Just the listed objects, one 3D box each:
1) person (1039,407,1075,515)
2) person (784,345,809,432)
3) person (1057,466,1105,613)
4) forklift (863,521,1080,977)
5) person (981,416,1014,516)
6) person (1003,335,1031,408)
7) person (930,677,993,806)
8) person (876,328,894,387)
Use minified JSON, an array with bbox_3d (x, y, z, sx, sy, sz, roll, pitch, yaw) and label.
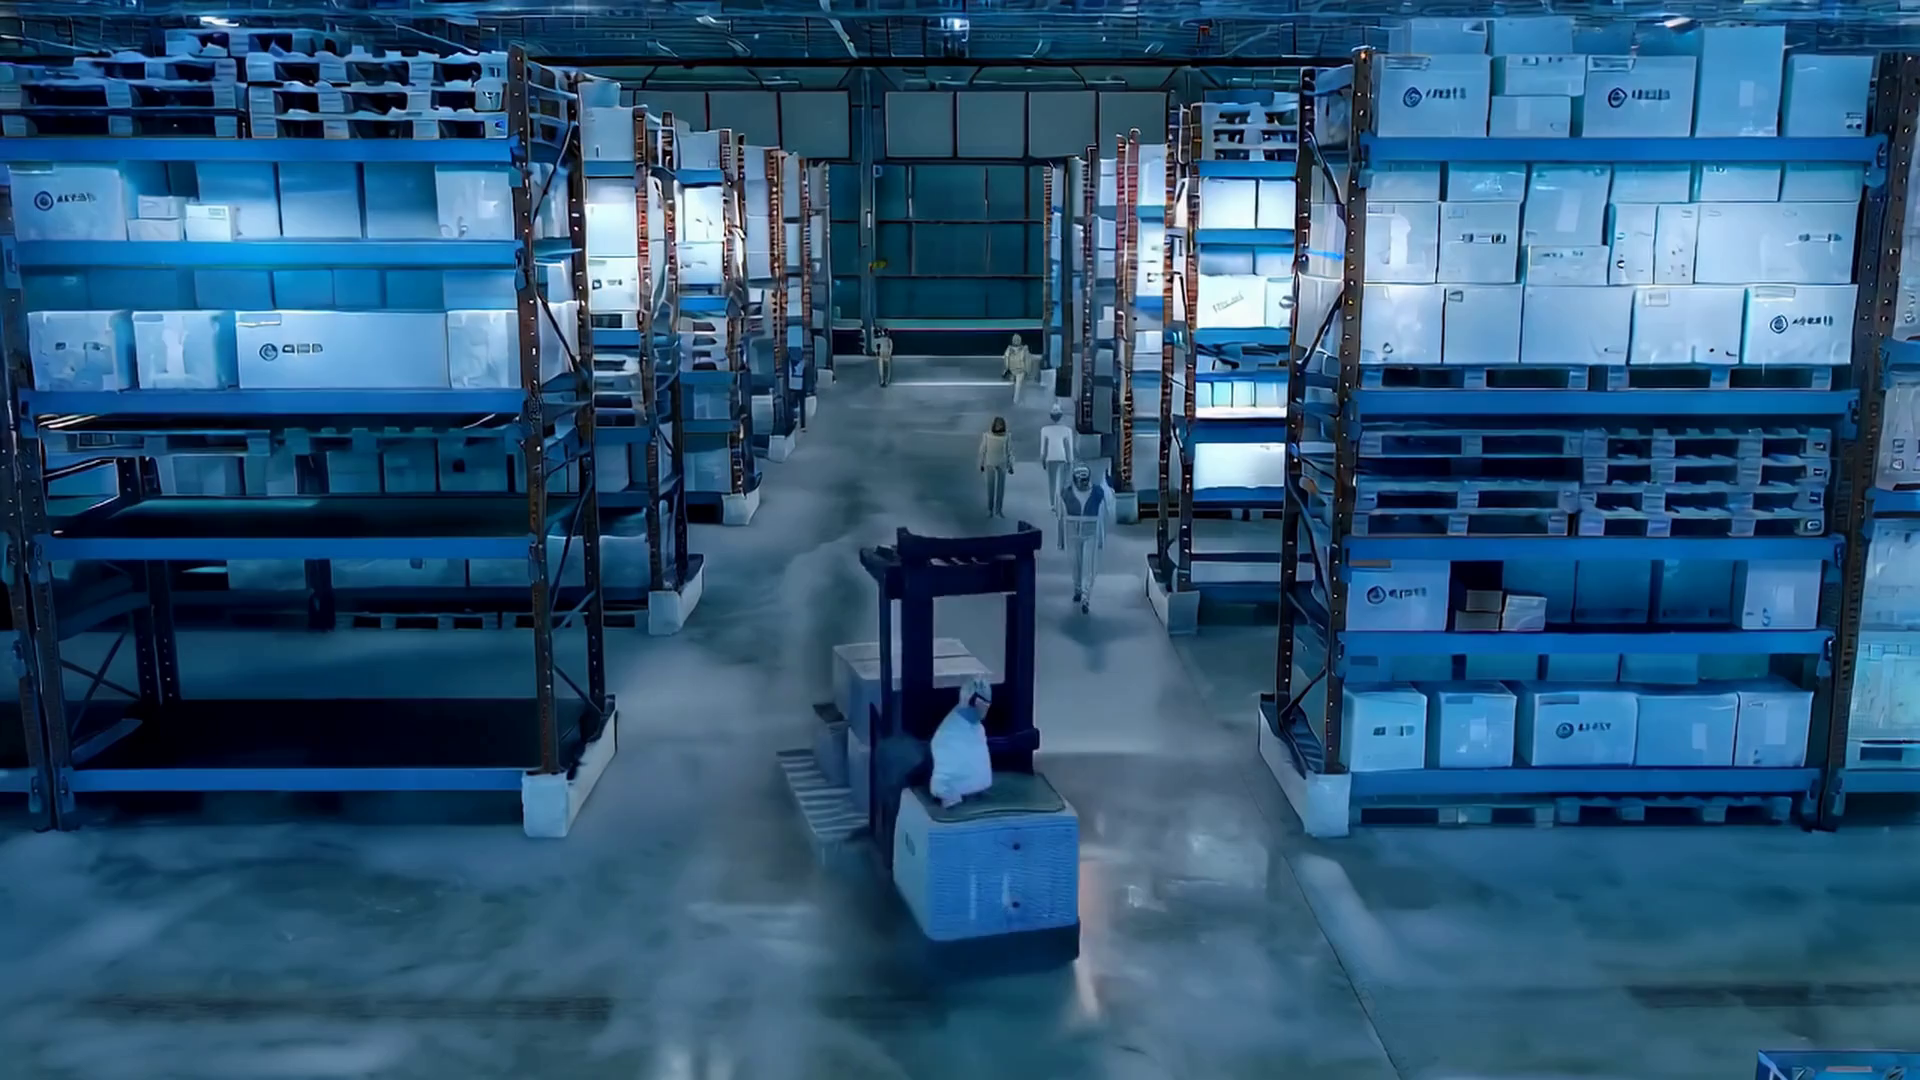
[{"bbox_3d":[1.581,-1.291,26.988,0.559,1.719,0.915,2,12,11],"label":"person"},{"bbox_3d":[-3.592,-3.325,36.574,0.597,1.916,0.372,4,12,19],"label":"person"},{"bbox_3d":[1.499,-0.042,20.633,0.585,1.792,0.987,1,11,6],"label":"person"},{"bbox_3d":[0.060,1.279,11.363,1.129,2.768,1.873,-3,12,-15],"label":"forklift"},{"bbox_3d":[0.610,-1.185,26.698,0.532,1.609,0.589,0,11,0],"label":"person"},{"bbox_3d":[1.435,-4.185,41.171,0.655,1.797,0.961,6,13,27],"label":"person"},{"bbox_3d":[0.017,1.844,11.147,0.991,1.844,0.736,6,13,27],"label":"person"},{"bbox_3d":[-2.050,-5.002,45.593,0.499,1.634,0.279,1,11,3],"label":"person"}]
